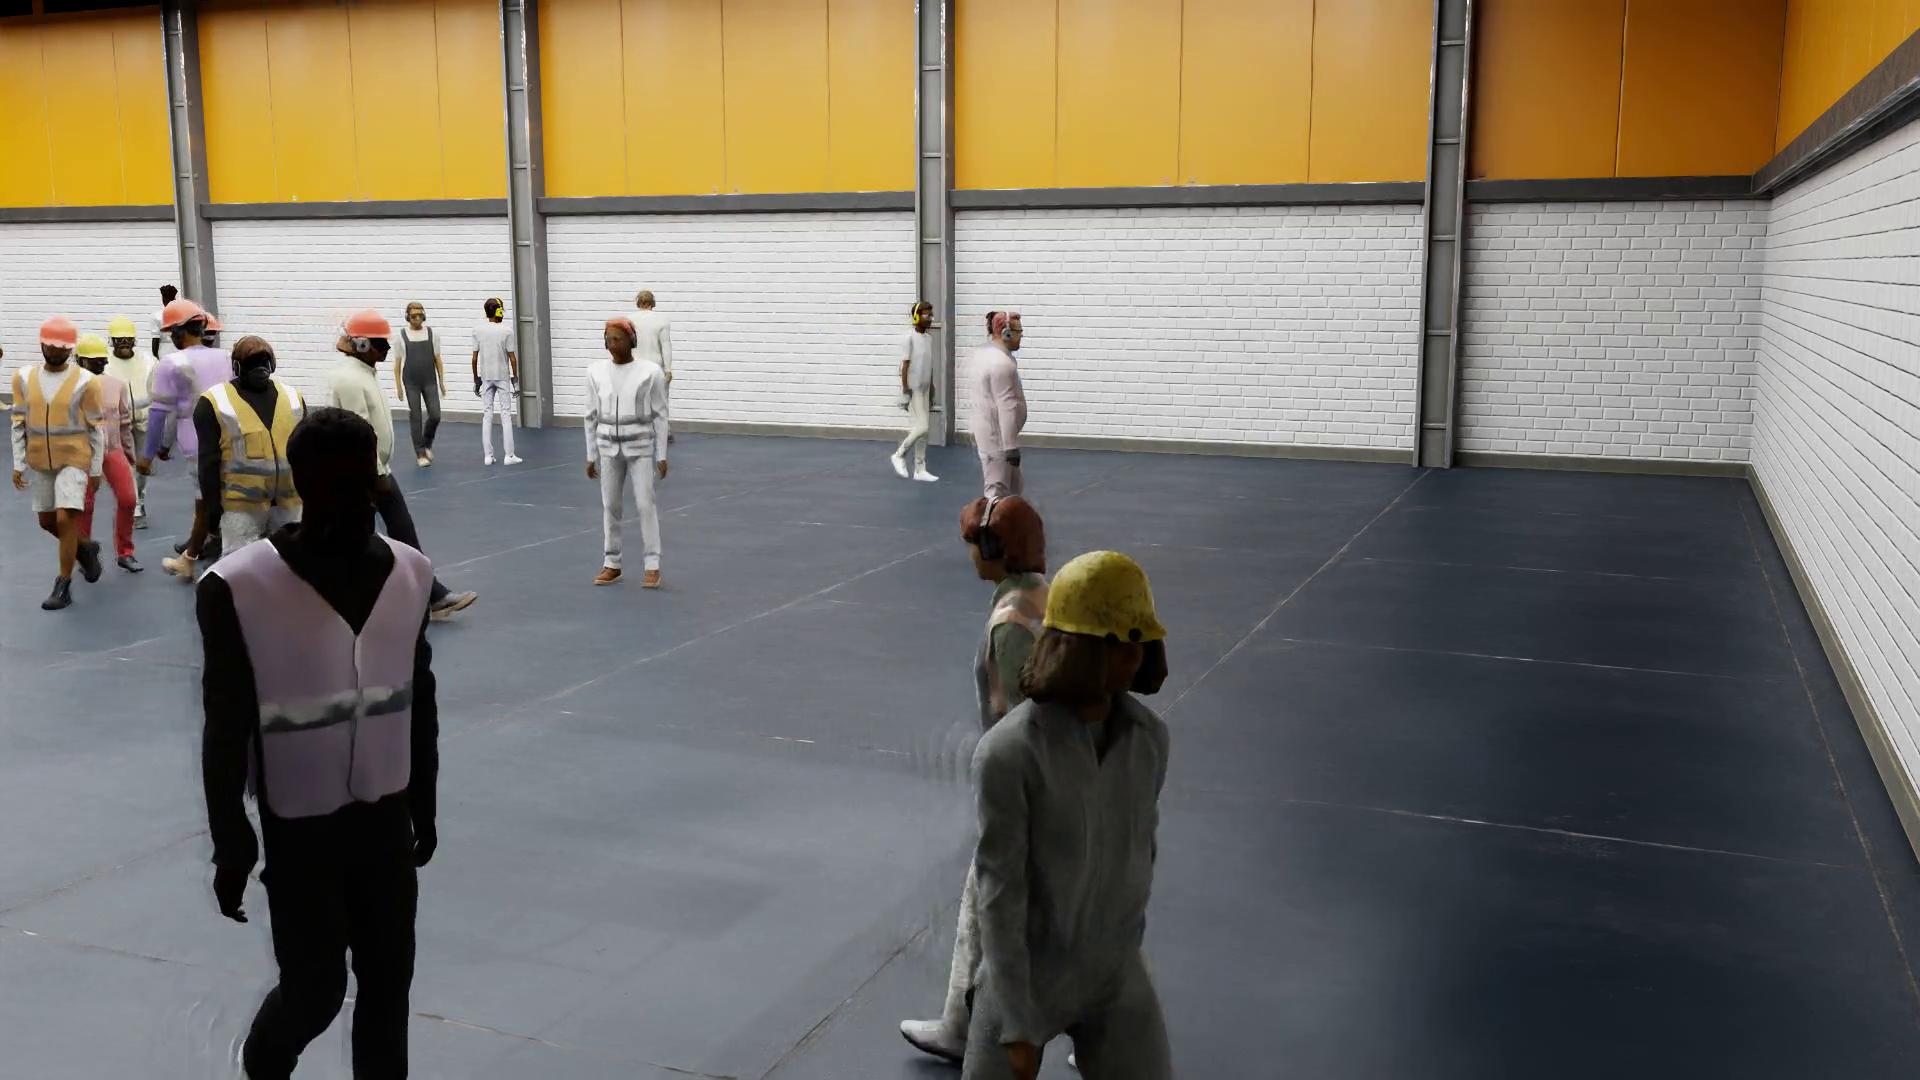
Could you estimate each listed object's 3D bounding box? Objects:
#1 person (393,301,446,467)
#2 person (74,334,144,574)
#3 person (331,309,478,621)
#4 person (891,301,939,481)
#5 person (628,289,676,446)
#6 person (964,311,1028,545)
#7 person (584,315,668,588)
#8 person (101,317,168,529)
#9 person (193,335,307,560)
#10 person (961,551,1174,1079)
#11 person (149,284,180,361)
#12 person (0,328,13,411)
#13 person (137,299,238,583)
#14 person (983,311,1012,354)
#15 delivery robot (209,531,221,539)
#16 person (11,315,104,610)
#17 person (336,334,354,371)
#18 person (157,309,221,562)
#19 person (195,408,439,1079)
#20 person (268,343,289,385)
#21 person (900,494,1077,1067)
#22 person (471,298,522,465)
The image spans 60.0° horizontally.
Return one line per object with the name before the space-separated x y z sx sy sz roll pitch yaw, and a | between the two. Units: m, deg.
person | -5.969 -1.721 18.390 0.543 1.831 0.416 -5 11 -28
person | -6.139 -0.602 11.896 0.621 1.736 0.594 6 11 33
person | -3.503 -0.415 10.130 0.965 1.947 0.623 0 9 1
person | -0.433 -1.522 17.118 0.436 1.858 0.552 5 11 29
person | -3.808 -2.114 20.495 0.661 1.921 0.721 1 9 8
person | 0.310 -0.739 12.274 0.412 1.893 0.658 0 9 -3
person | -2.315 -0.609 11.512 0.584 1.882 0.337 2 10 10
person | -7.144 -1.023 14.301 0.620 1.797 0.912 -7 12 -37
person | -3.858 -0.205 9.188 0.429 1.841 0.634 9 13 42
person | 0.209 0.848 3.271 0.494 1.691 0.941 -5 11 -30
person | -10.737 -2.499 22.709 0.361 1.963 0.612 8 13 41
person | -14.858 -2.997 25.499 0.614 2.043 0.374 6 11 34
person | -5.233 -0.632 11.328 1.030 1.979 0.640 4 10 22
person | 0.432 -1.826 19.469 0.319 1.693 0.530 5 11 27
delivery robot | -5.394 -0.190 12.701 0.707 0.478 0.477 -3 10 -14
person | -5.904 -0.532 10.977 0.571 1.908 0.771 -1 9 -6
person | -5.748 -1.196 15.822 0.361 1.621 0.517 -2 10 -13
person | -5.602 -0.751 12.307 0.873 1.896 0.549 4 10 22
person | -1.499 0.633 3.922 0.517 1.903 0.614 7 12 36
person | -5.541 -0.772 13.252 0.508 1.632 0.270 1 9 4
person | 0.184 0.678 4.548 0.809 1.601 0.535 3 10 17
person | -5.189 -1.769 18.600 0.533 1.863 0.317 1 9 4
